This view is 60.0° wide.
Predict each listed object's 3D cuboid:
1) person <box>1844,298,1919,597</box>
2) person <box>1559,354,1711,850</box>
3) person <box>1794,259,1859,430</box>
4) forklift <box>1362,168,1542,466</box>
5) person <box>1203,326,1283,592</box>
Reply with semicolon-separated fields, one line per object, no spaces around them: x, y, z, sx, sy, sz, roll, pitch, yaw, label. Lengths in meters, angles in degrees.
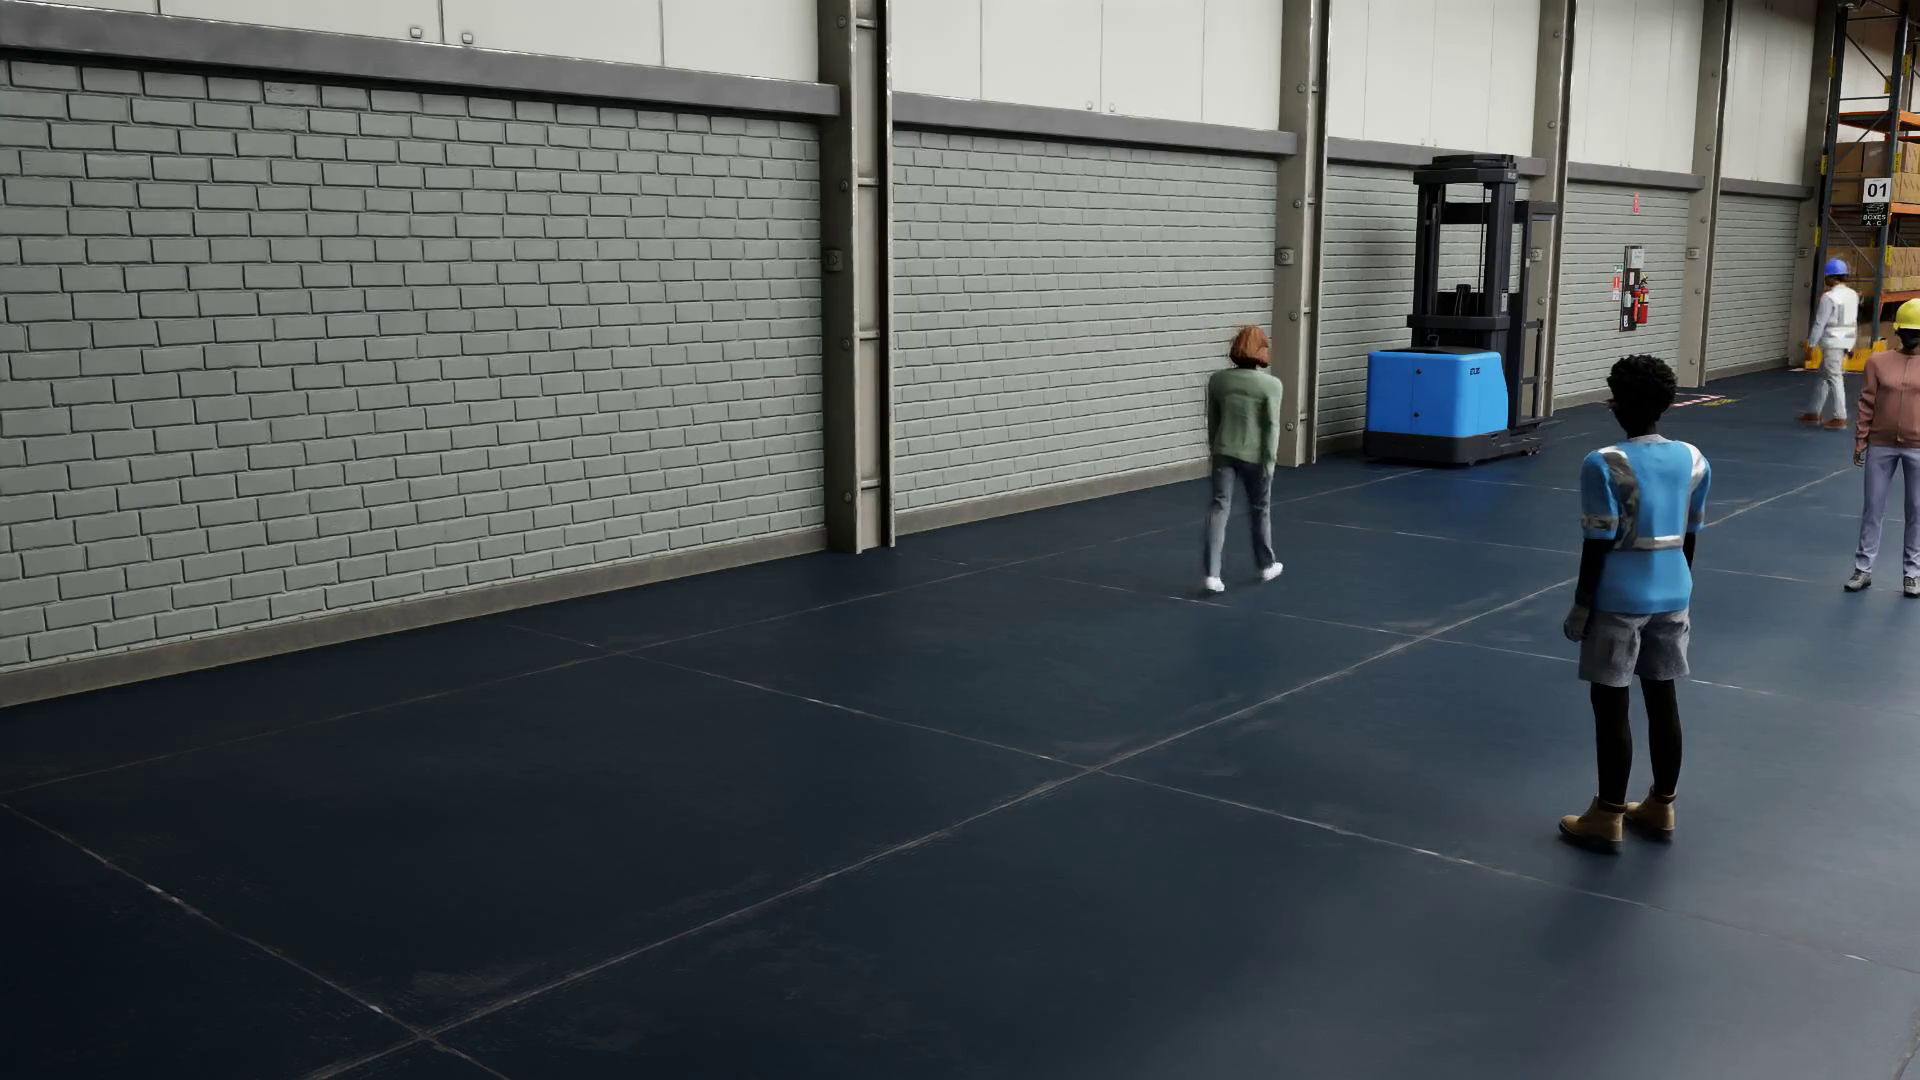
5.607;-0.550;9.900;0.524;1.760;0.327;8;13;37;person
2.312;0.212;5.726;0.540;1.697;0.318;-4;11;-23;person
9.917;-2.245;19.100;0.641;1.913;0.843;-7;12;-34;person
4.875;-2.212;16.287;1.129;2.768;1.873;8;13;40;forklift
1.708;-0.496;10.062;0.515;1.588;0.847;6;12;31;person
